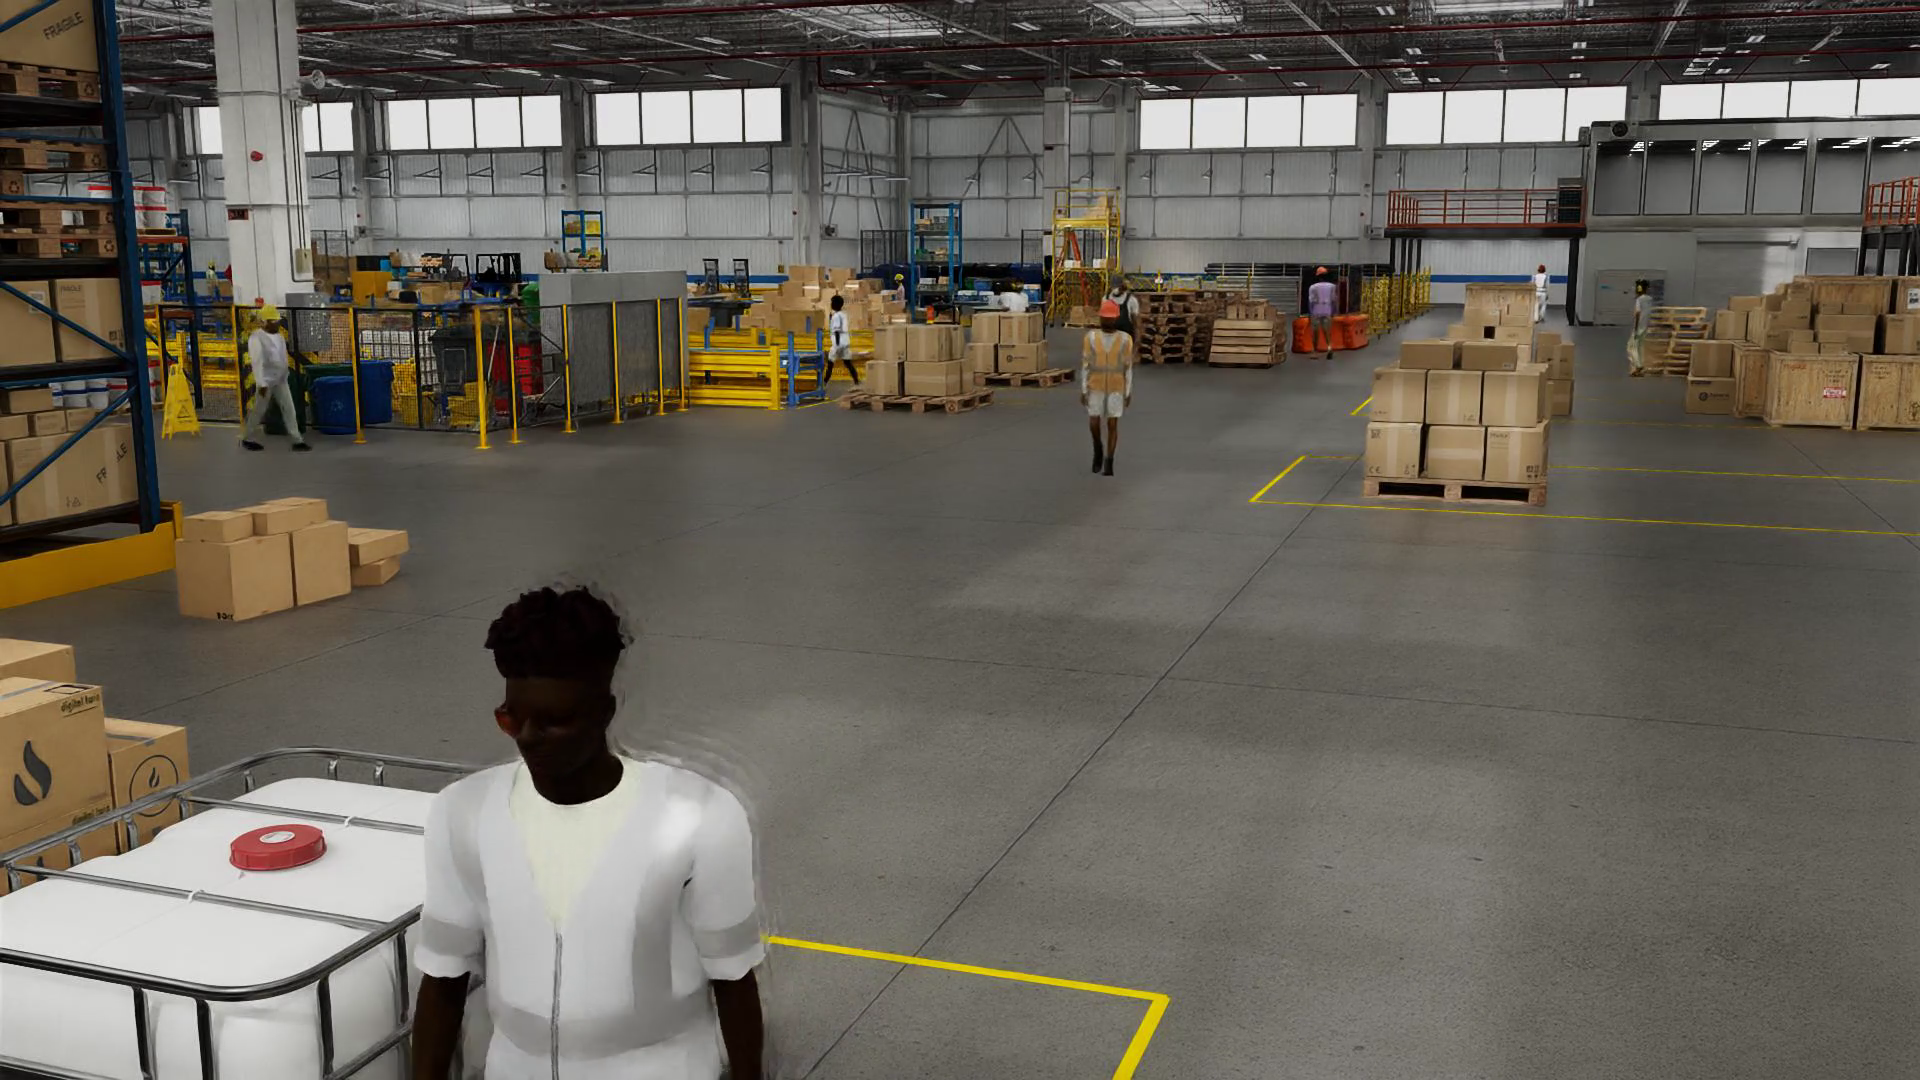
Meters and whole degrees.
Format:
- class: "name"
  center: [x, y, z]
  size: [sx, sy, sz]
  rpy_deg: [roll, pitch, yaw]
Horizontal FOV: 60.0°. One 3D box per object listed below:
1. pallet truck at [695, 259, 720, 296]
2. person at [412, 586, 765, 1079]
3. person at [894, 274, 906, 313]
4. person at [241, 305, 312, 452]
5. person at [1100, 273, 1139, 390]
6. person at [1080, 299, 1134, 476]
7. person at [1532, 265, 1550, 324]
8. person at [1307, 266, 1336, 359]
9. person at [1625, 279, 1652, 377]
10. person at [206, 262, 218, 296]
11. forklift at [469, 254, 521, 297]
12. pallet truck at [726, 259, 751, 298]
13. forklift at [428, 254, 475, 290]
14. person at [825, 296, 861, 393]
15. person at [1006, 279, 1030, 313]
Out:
- class: "pallet truck"
  center: [-9.165, -9.627, 62.776]
  size: [0.823, 1.965, 1.885]
  rpy_deg: [4, 11, 23]
- class: "person"
  center: [-0.692, 1.034, 2.950]
  size: [0.621, 1.914, 0.970]
  rpy_deg: [2, 10, 13]
- class: "person"
  center: [-1.549, -5.917, 42.539]
  size: [0.321, 1.766, 0.535]
  rpy_deg: [0, 10, 1]
- class: "person"
  center: [-8.369, -1.949, 20.128]
  size: [0.914, 1.792, 0.606]
  rpy_deg: [3, 11, 18]
- class: "person"
  center: [2.719, -3.588, 28.640]
  size: [0.703, 2.000, 0.542]
  rpy_deg: [4, 11, 21]
- class: "person"
  center: [1.590, -1.642, 18.017]
  size: [0.578, 1.922, 0.404]
  rpy_deg: [1, 10, 6]
- class: "person"
  center: [18.444, -7.792, 52.849]
  size: [0.582, 1.854, 0.810]
  rpy_deg: [5, 11, 26]
- class: "person"
  center: [7.921, -4.961, 36.400]
  size: [0.640, 2.039, 0.480]
  rpy_deg: [-1, 10, -5]
- class: "person"
  center: [12.845, -3.992, 31.450]
  size: [0.531, 1.853, 0.378]
  rpy_deg: [-7, 12, -34]
- class: "person"
  center: [-29.351, -9.991, 65.308]
  size: [0.404, 1.826, 0.587]
  rpy_deg: [-10, 14, -43]
- class: "forklift"
  center: [-17.990, -10.121, 64.684]
  size: [1.157, 1.987, 2.680]
  rpy_deg: [3, 11, 17]
- class: "pallet truck"
  center: [-7.986, -9.493, 62.019]
  size: [0.823, 1.965, 1.885]
  rpy_deg: [3, 11, 17]
- class: "forklift"
  center: [-20.133, -10.254, 65.465]
  size: [1.157, 1.987, 2.680]
  rpy_deg: [3, 11, 19]
- class: "person"
  center: [-2.069, -3.312, 28.189]
  size: [0.896, 1.642, 0.540]
  rpy_deg: [3, 11, 18]
- class: "person"
  center: [1.214, -4.387, 33.760]
  size: [0.551, 1.817, 0.961]
  rpy_deg: [-5, 11, -26]
